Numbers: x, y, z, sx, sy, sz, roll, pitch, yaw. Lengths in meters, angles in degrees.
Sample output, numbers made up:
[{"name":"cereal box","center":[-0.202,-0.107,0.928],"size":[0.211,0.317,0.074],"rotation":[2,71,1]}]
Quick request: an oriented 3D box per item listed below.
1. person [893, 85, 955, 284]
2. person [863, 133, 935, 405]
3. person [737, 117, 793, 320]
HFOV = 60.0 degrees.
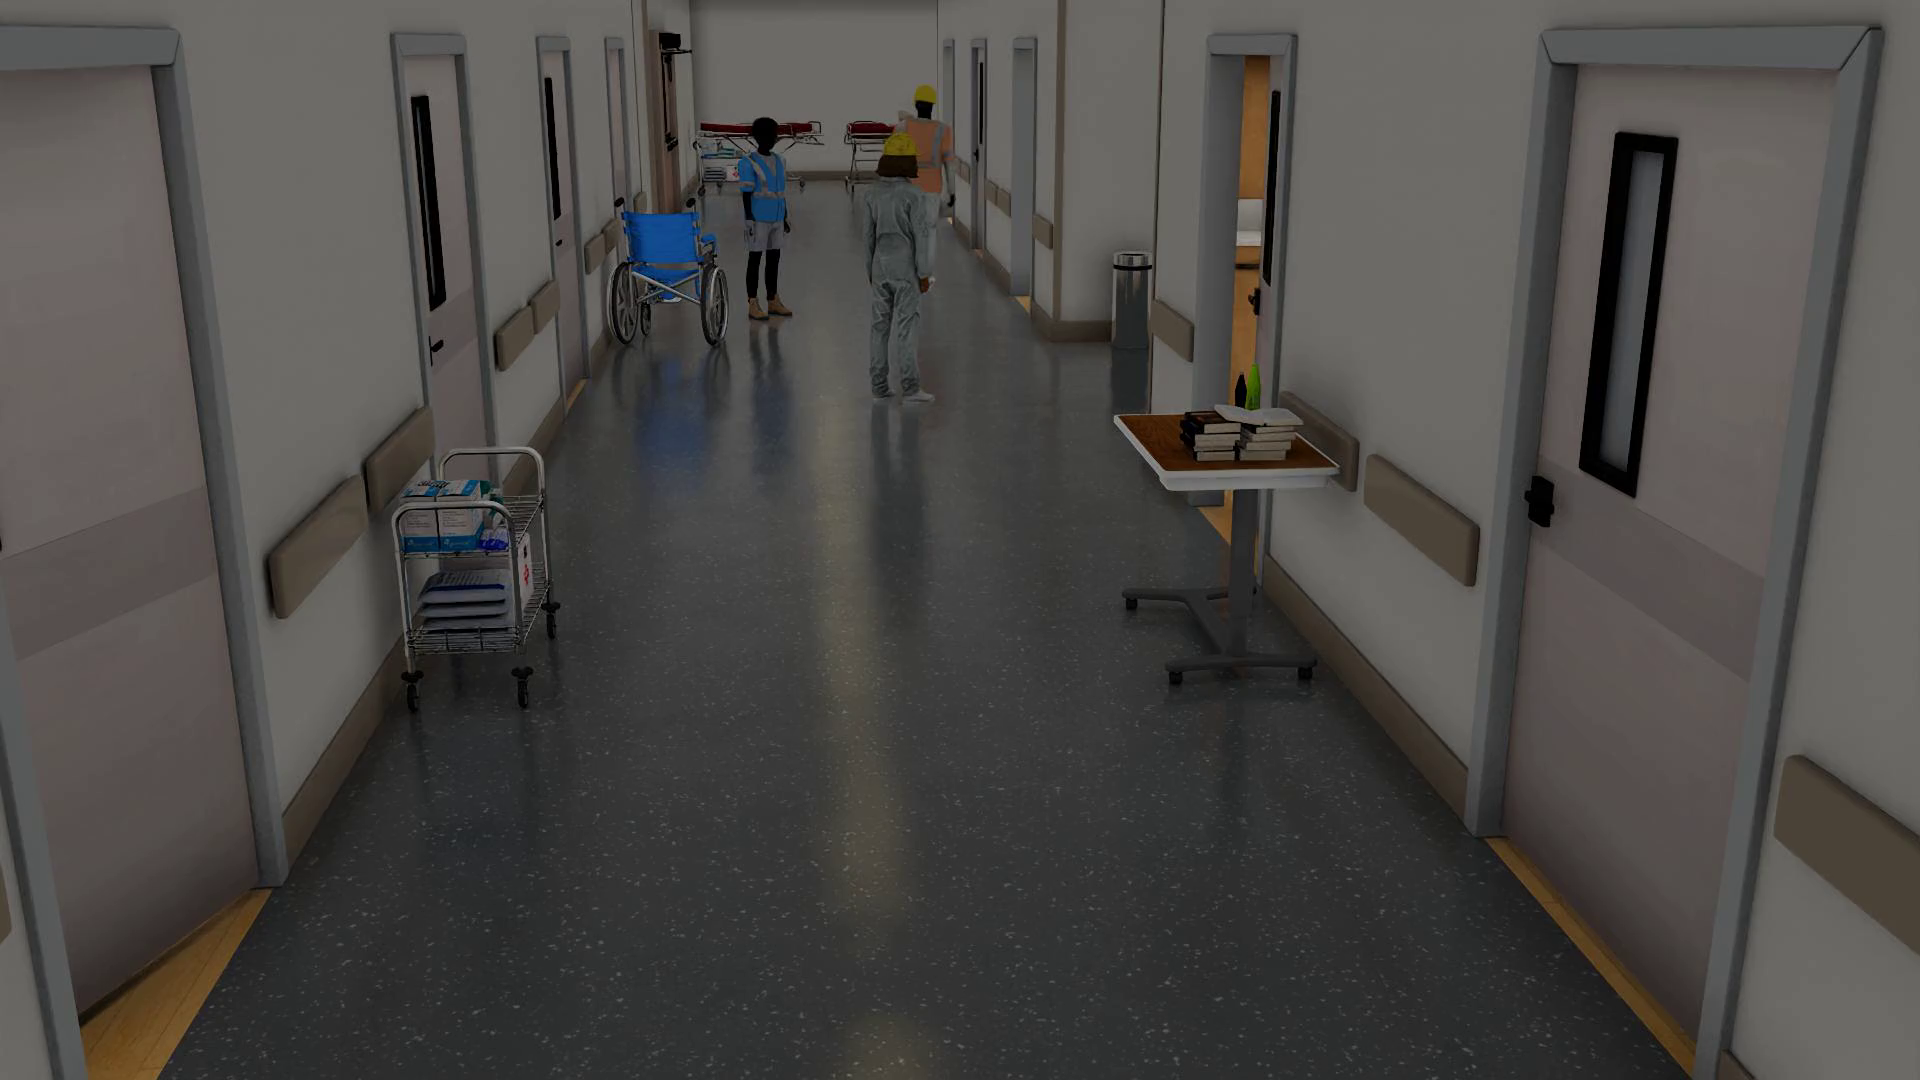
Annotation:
[{"name":"person","center":[-0.350,-3.443,16.187],"size":[0.606,1.901,0.428],"rotation":[3,17,11]},{"name":"person","center":[-0.400,-1.761,10.847],"size":[0.490,1.741,0.322],"rotation":[11,20,32]},{"name":"person","center":[-1.656,-2.740,14.194],"size":[0.319,1.698,0.532],"rotation":[12,21,35]}]
